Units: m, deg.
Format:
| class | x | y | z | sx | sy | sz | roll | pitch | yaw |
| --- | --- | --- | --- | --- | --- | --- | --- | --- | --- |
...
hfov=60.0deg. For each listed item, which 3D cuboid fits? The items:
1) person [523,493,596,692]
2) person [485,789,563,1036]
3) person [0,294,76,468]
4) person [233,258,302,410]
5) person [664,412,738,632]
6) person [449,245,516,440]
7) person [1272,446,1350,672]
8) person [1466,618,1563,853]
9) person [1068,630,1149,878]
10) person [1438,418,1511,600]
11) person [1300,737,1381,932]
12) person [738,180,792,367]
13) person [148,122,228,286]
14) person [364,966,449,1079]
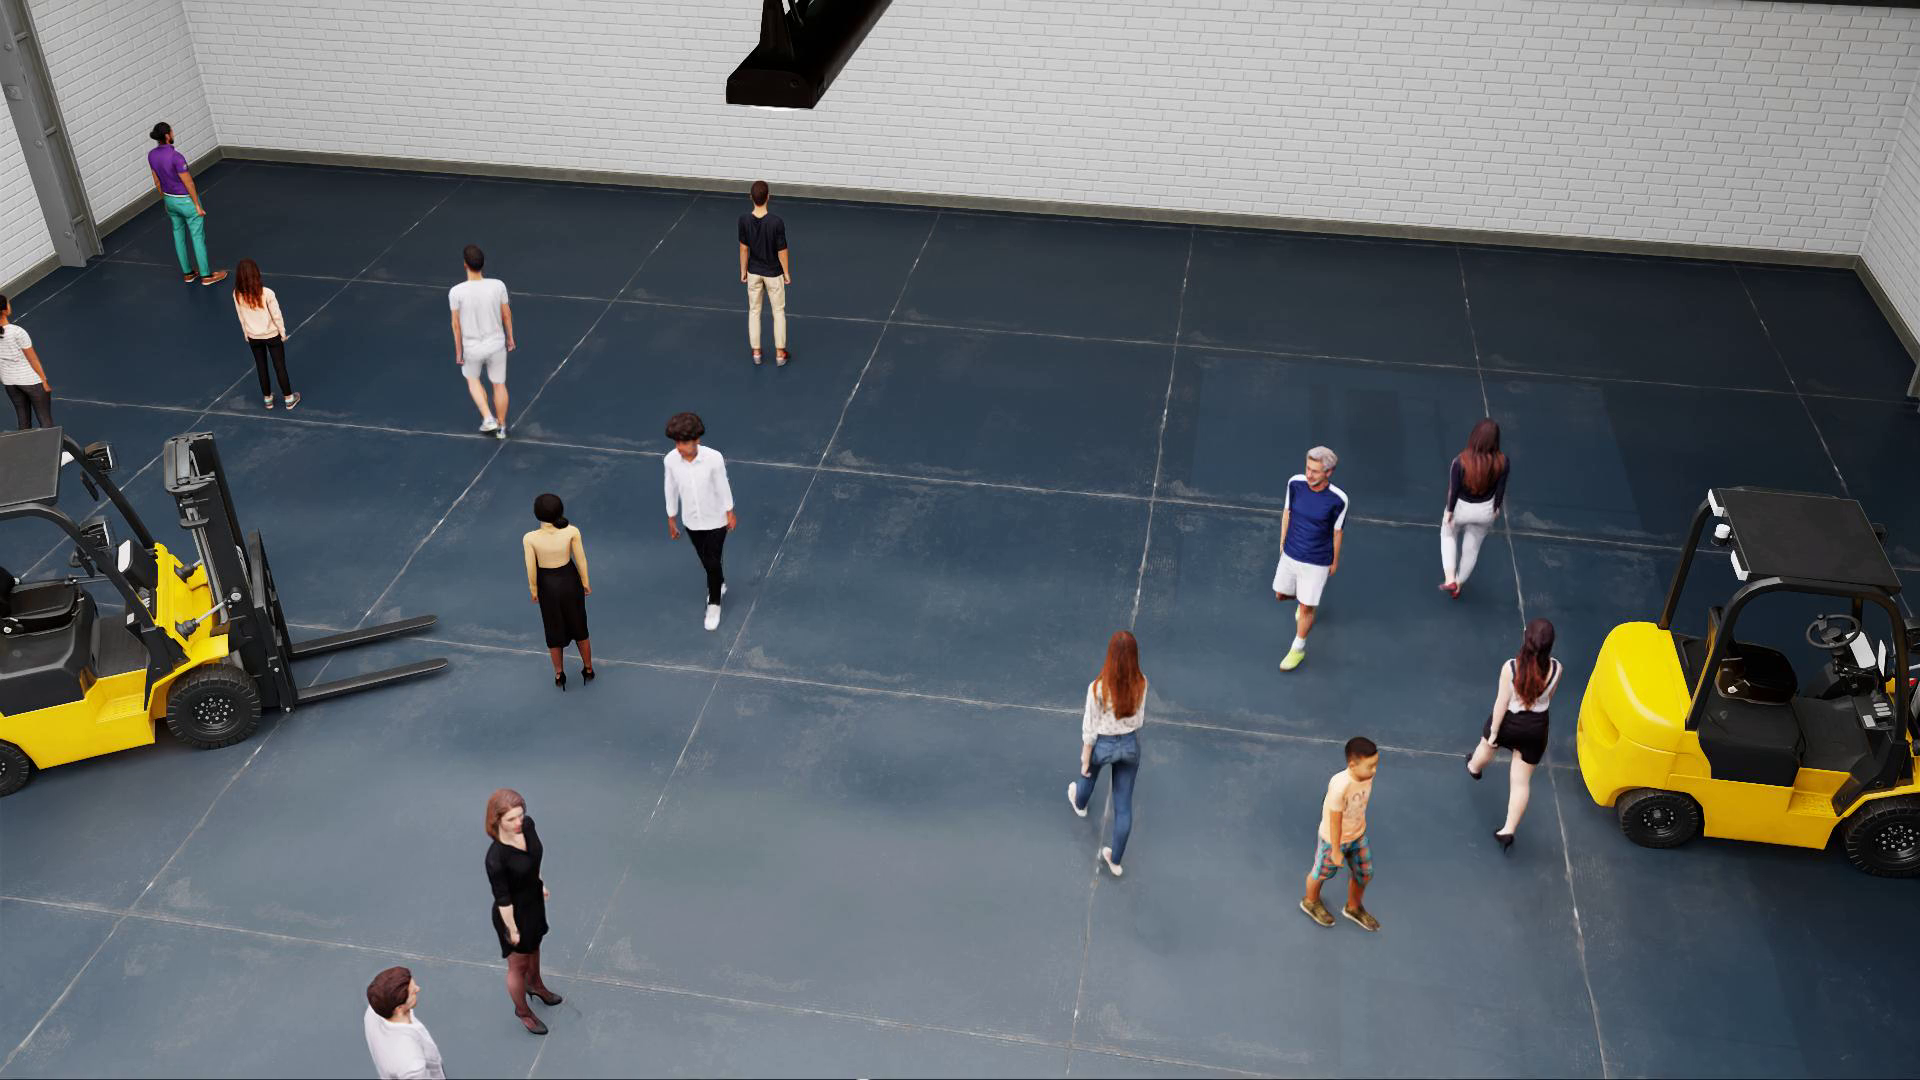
| class | x | y | z | sx | sy | sz | roll | pitch | yaw |
| --- | --- | --- | --- | --- | --- | --- | --- | --- | --- |
| person | -2.869 | 0.364 | 11.911 | 0.661 | 1.650 | 0.674 | -10 | 35 | -15 |
| person | -2.466 | 2.062 | 9.309 | 0.654 | 1.703 | 0.450 | 7 | 34 | 11 |
| person | -8.205 | -1.398 | 14.565 | 0.560 | 1.647 | 0.508 | 5 | 34 | 8 |
| person | -6.492 | -1.919 | 15.498 | 0.585 | 1.481 | 0.527 | 1 | 34 | 2 |
| person | -1.930 | -0.234 | 12.701 | 0.647 | 1.772 | 0.833 | 6 | 34 | 9 |
| person | -4.234 | -1.716 | 14.865 | 0.838 | 1.845 | 0.872 | -16 | 37 | -23 |
| person | 2.588 | 0.073 | 12.195 | 0.888 | 1.821 | 1.056 | 22 | 39 | 29 |
| person | 3.582 | 1.276 | 10.576 | 0.694 | 1.610 | 1.100 | -1 | 34 | -1 |
| person | 0.987 | 1.368 | 10.358 | 0.817 | 1.697 | 1.105 | -7 | 34 | -10 |
| person | 3.944 | -0.193 | 12.796 | 0.609 | 1.599 | 0.603 | 3 | 34 | 5 |
| person | 2.246 | 1.734 | 10.032 | 0.741 | 1.449 | 0.796 | -23 | 40 | -30 |
| person | -1.892 | -2.592 | 16.176 | 0.625 | 1.852 | 0.531 | 5 | 34 | 8 |
| person | -8.321 | -3.592 | 17.758 | 0.657 | 1.766 | 0.597 | 11 | 35 | 15 |
| person | -2.641 | 2.779 | 8.100 | 0.804 | 1.848 | 0.747 | -22 | 39 | -29 |
